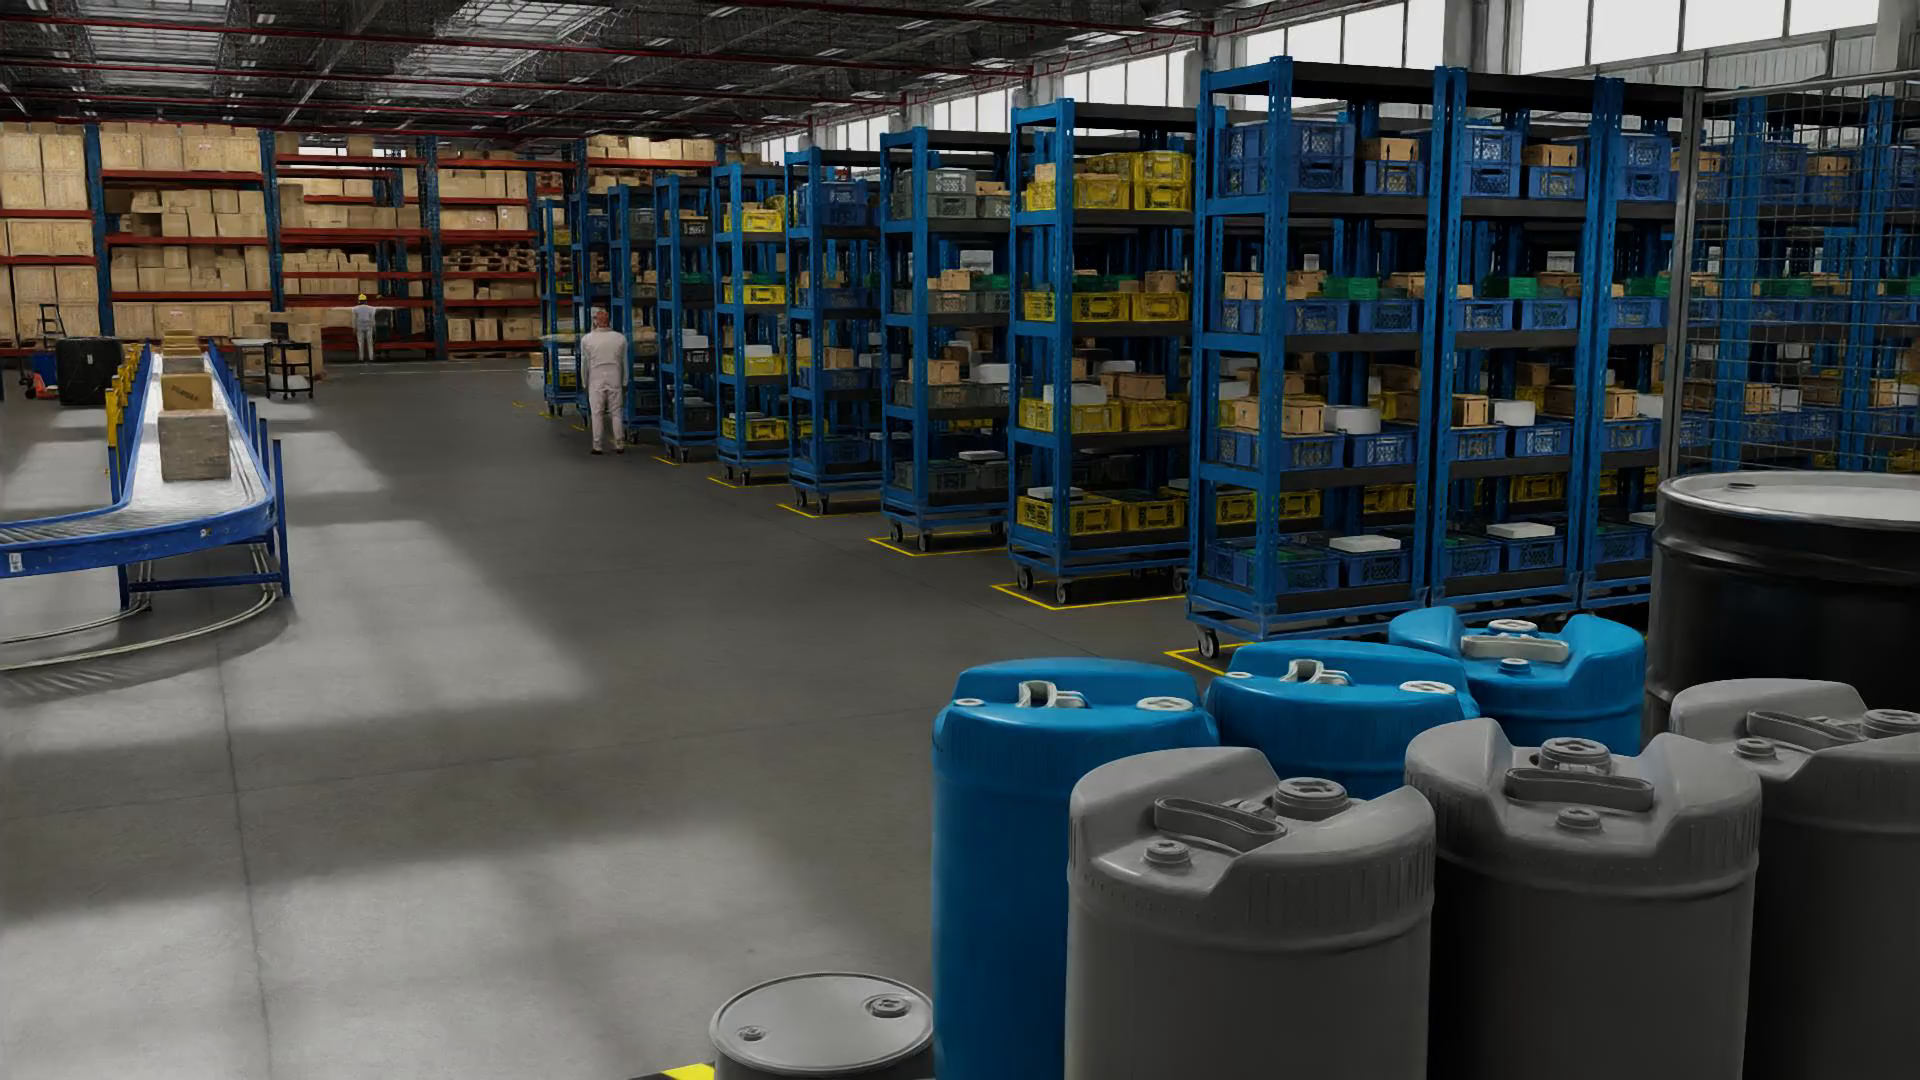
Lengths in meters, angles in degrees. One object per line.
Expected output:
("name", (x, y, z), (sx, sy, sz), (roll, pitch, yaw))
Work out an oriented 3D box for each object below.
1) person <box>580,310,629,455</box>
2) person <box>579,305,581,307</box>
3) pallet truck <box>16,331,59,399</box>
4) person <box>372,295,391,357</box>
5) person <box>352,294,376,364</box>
("person", (-4.702, -2.079, 22.004), (0.651, 1.904, 0.403), (-4, 10, -25))
("person", (-11.891, -6.902, 52.161), (0.600, 1.827, 0.404), (-4, 10, -25))
("pallet truck", (-17.082, -3.353, 31.781), (1.630, 1.274, 0.653), (-4, 10, -25))
("person", (-16.370, -6.042, 47.021), (0.533, 1.767, 0.325), (-4, 10, -25))
("person", (-15.683, -5.551, 43.777), (0.600, 1.827, 0.404), (-4, 10, -25))
